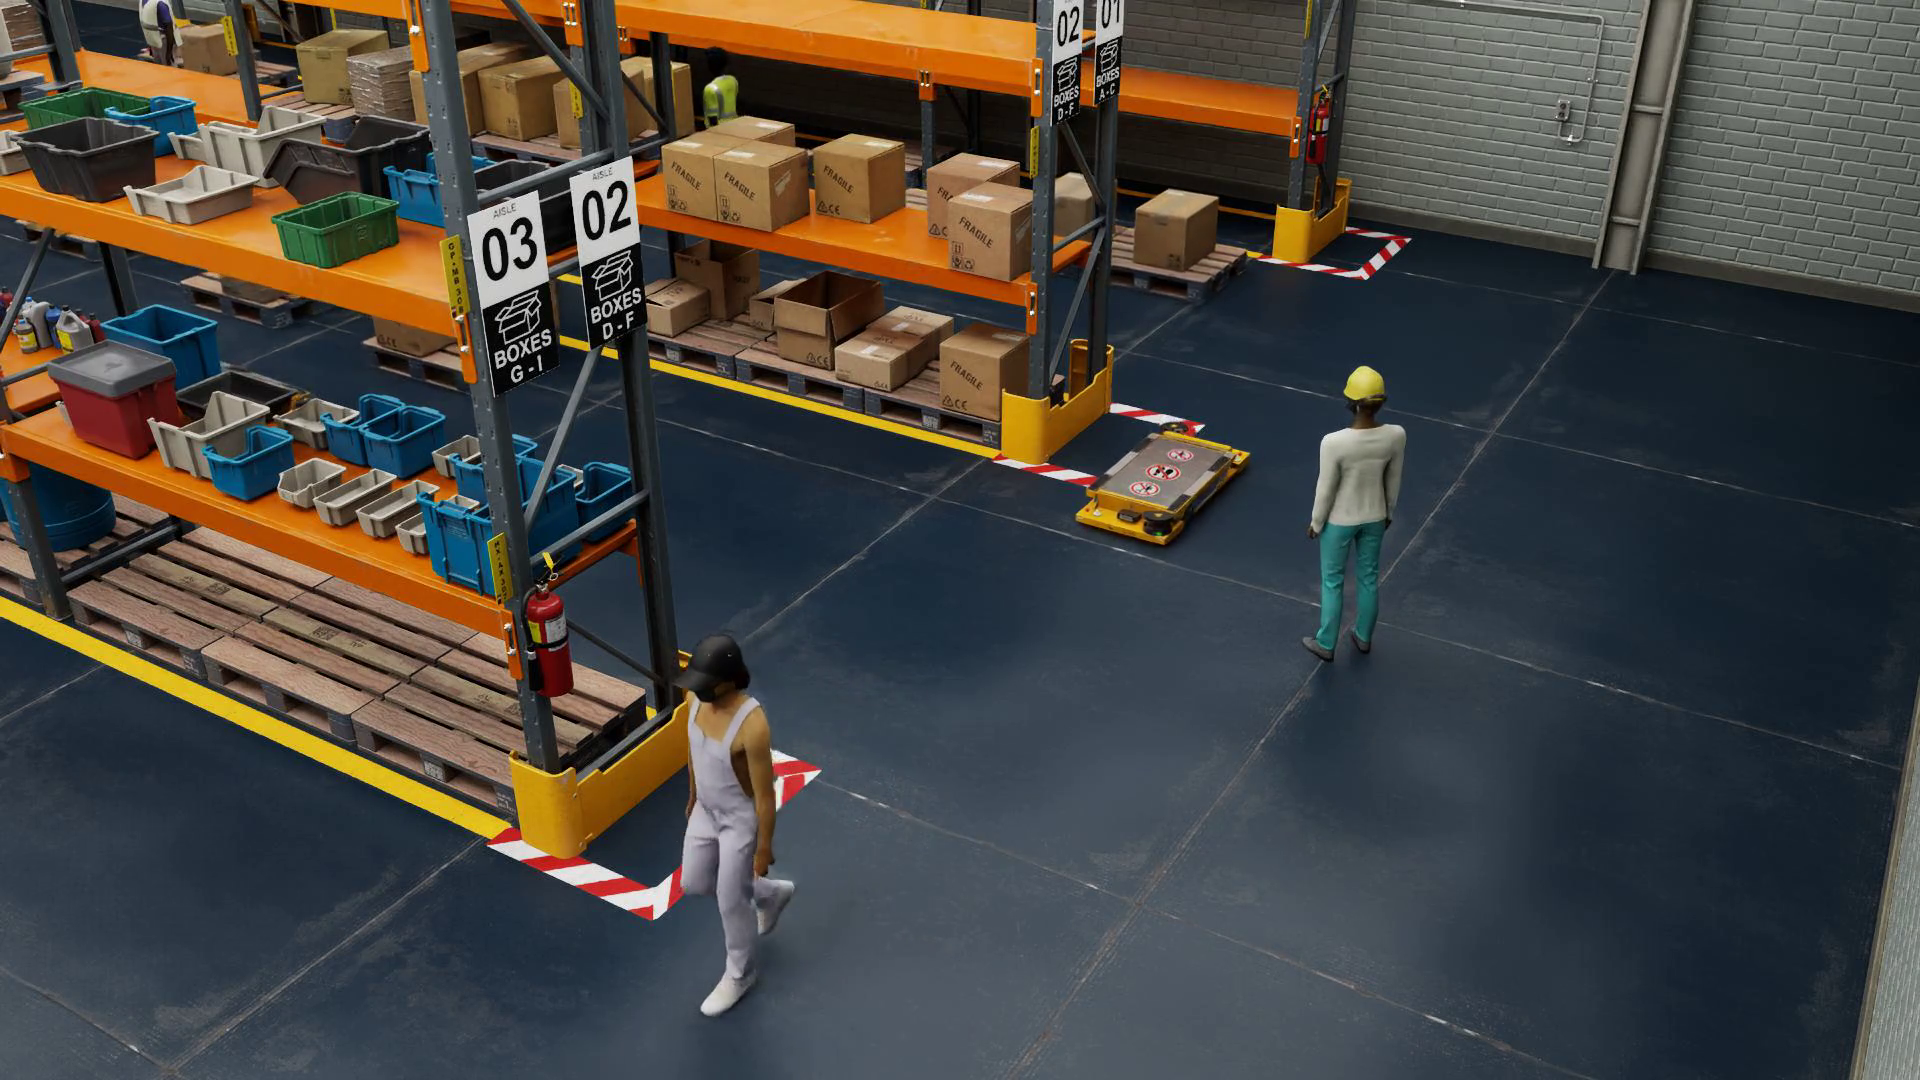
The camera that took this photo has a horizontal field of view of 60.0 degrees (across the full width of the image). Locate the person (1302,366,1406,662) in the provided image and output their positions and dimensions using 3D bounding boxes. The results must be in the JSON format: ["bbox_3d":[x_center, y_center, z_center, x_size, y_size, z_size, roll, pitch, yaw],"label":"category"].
[{"bbox_3d":[2.199,-0.140,9.348,0.532,1.764,0.328,-9,30,-15],"label":"person"}]

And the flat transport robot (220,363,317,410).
[{"bbox_3d":[-5.498,-1.030,12.482,1.431,0.231,0.659,18,34,29],"label":"flat transport robot"}]

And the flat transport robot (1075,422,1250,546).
[{"bbox_3d":[1.406,-0.400,11.351,0.659,0.231,1.431,16,33,27],"label":"flat transport robot"}]

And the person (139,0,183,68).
[{"bbox_3d":[-9.208,-5.690,19.224,0.564,1.846,0.390,26,38,38],"label":"person"}]

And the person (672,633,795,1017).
[{"bbox_3d":[-0.946,1.144,6.958,0.528,1.843,0.541,-25,38,-38],"label":"person"}]

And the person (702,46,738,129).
[{"bbox_3d":[-2.360,-4.002,16.358,0.378,1.683,0.538,15,32,25],"label":"person"}]
